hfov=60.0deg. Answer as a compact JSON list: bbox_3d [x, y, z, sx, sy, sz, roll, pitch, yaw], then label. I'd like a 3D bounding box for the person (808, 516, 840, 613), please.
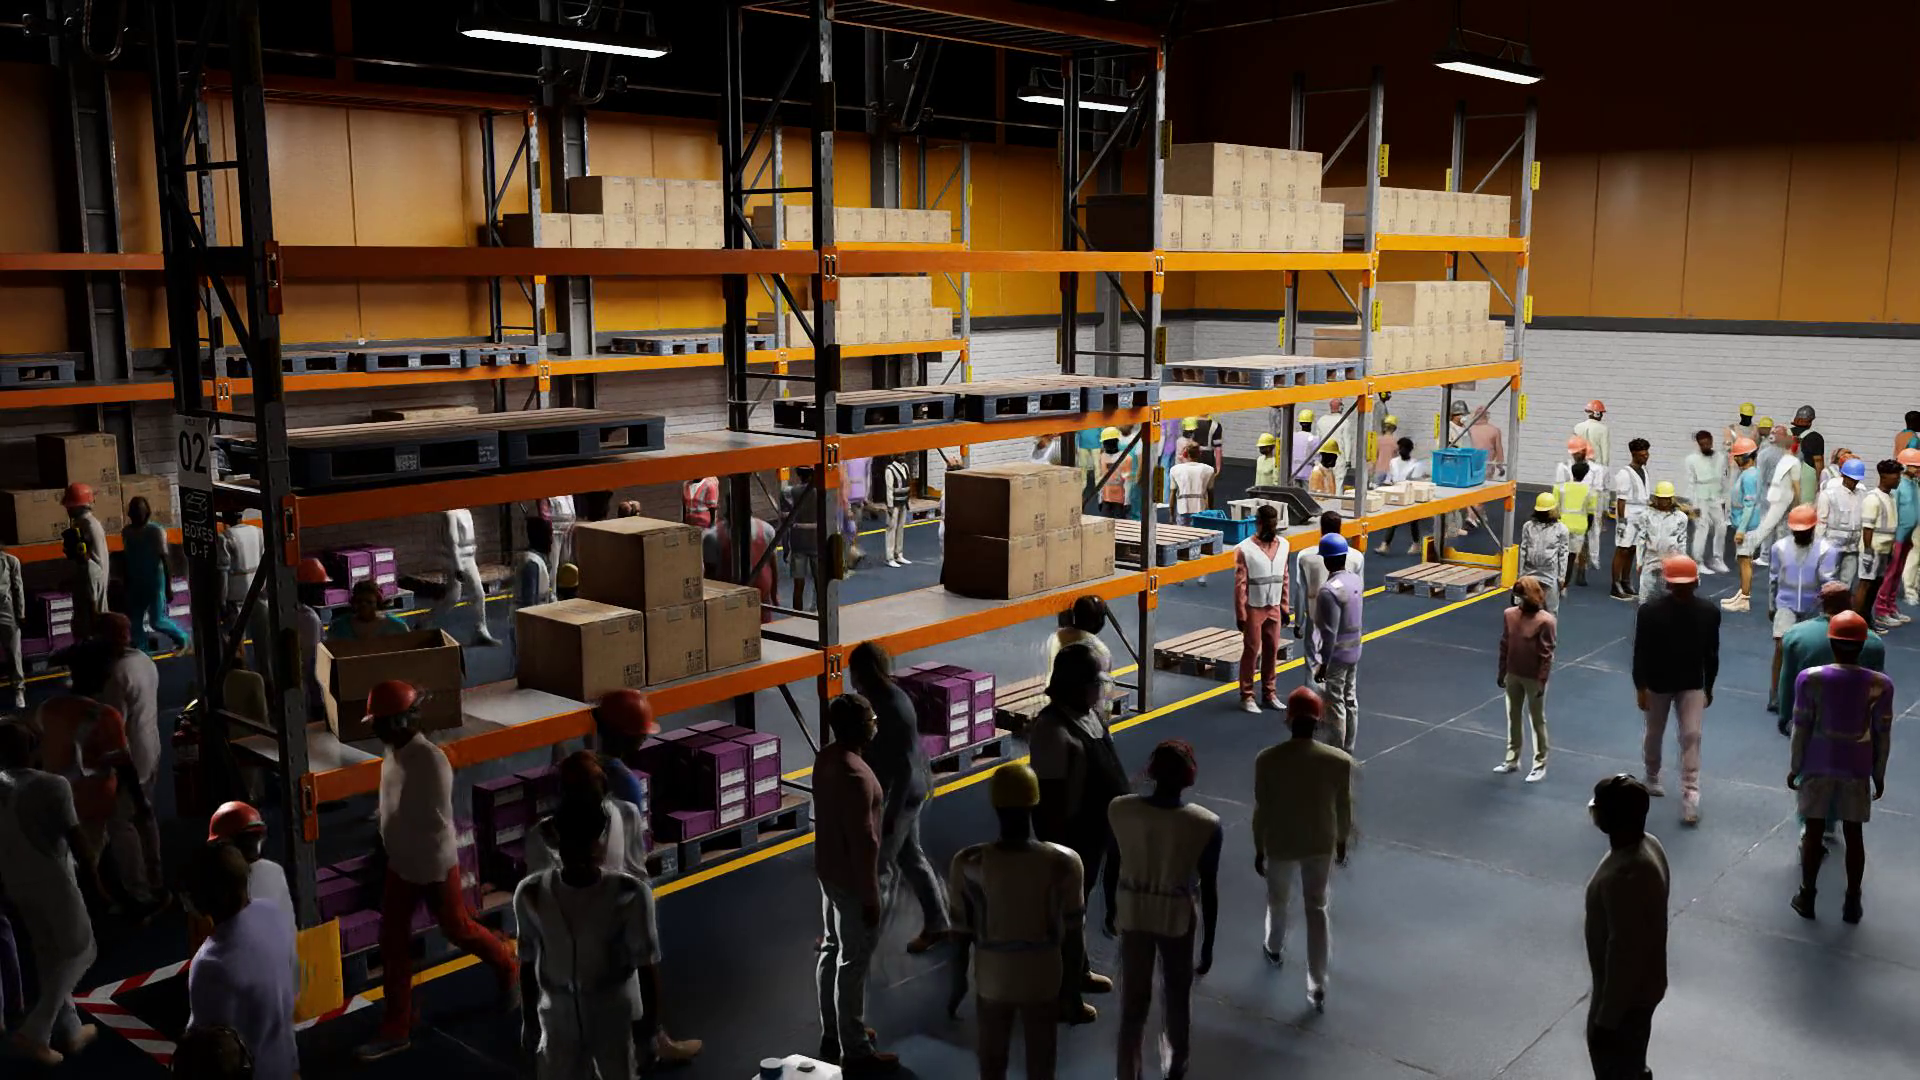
[{"bbox_3d":[-1.540,0.054,18.466,0.485,1.878,0.603,7,12,36],"label":"person"}]

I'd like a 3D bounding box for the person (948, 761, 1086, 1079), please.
[{"bbox_3d":[0.251,1.908,7.253,0.592,1.932,0.376,0,10,2],"label":"person"}]

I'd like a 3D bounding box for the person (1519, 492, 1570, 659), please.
[{"bbox_3d":[5.939,0.371,16.980,0.485,1.736,0.308,7,12,35],"label":"person"}]

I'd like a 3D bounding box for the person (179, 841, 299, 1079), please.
[{"bbox_3d":[-2.755,2.064,6.327,0.449,1.921,0.634,-1,10,-6],"label":"person"}]

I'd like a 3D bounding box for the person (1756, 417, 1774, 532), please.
[{"bbox_3d":[12.102,-0.981,25.050,0.321,1.738,0.484,6,11,31],"label":"person"}]

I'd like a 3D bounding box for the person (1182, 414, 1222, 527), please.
[{"bbox_3d":[3.681,-1.172,25.327,0.609,2.032,0.410,3,10,18],"label":"person"}]

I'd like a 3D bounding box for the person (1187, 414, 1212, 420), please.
[{"bbox_3d":[4.232,-1.711,29.582,0.541,1.681,0.487,7,12,37],"label":"person"}]

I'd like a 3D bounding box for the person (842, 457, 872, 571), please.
[{"bbox_3d":[-1.410,-0.562,21.741,0.624,2.006,0.547,-7,12,-35],"label":"person"}]

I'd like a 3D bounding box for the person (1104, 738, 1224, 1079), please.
[{"bbox_3d":[0.943,1.853,7.949,0.606,1.806,0.902,3,10,15],"label":"person"}]

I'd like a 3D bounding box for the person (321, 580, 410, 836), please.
[{"bbox_3d":[-4.228,1.188,11.875,0.583,1.808,0.770,-1,10,-4],"label":"person"}]

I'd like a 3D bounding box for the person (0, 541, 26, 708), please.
[{"bbox_3d":[-8.746,0.694,15.069,0.487,1.737,0.336,-5,11,-27],"label":"person"}]

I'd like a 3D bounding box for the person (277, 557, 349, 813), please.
[{"bbox_3d":[-4.744,1.082,12.157,0.426,1.927,0.564,-7,12,-35],"label":"person"}]

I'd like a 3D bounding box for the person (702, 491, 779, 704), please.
[{"bbox_3d":[-2.009,0.490,15.359,0.697,2.000,0.560,-3,10,-18],"label":"person"}]

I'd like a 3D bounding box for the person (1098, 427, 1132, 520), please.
[{"bbox_3d":[2.085,-0.549,22.048,0.649,1.884,0.667,-8,12,-39],"label":"person"}]

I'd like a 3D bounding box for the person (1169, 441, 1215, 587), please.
[{"bbox_3d":[2.895,-0.319,20.813,0.561,1.836,0.384,0,10,0],"label":"person"}]

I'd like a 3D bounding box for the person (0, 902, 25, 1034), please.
[{"bbox_3d":[-5.223,1.700,8.770,0.360,1.837,0.501,-2,10,-11],"label":"person"}]

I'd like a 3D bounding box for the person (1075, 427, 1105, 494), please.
[{"bbox_3d":[2.266,-1.674,29.175,0.572,1.740,0.352,2,10,11],"label":"person"}]

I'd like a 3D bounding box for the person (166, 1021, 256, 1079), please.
[{"bbox_3d":[-2.091,2.320,4.764,0.629,1.931,0.376,-2,10,-13],"label":"person"}]

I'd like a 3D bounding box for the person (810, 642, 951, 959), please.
[{"bbox_3d":[-0.443,1.524,9.681,0.928,1.877,0.658,-3,10,-15],"label":"person"}]

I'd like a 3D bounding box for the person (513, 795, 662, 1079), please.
[{"bbox_3d":[-1.537,1.982,6.859,0.611,1.904,1.025,0,10,0],"label":"person"}]

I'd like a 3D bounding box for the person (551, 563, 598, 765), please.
[{"bbox_3d":[-2.989,1.048,12.846,0.533,1.768,0.310,-2,10,-13],"label":"person"}]

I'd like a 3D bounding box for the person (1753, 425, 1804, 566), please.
[{"bbox_3d":[10.930,-0.590,22.285,0.654,1.894,0.417,-1,10,-5],"label":"person"}]

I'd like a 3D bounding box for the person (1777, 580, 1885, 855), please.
[{"bbox_3d":[6.001,1.227,11.472,0.650,1.877,0.824,3,10,19],"label":"person"}]

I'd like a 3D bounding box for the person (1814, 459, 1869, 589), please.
[{"bbox_3d":[9.638,0.071,18.160,0.604,1.941,0.400,-1,10,-4],"label":"person"}]

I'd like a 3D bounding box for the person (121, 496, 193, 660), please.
[{"bbox_3d":[-7.965,0.429,16.427,0.566,1.810,0.698,4,10,20],"label":"person"}]

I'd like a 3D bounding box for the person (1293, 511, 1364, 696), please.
[{"bbox_3d":[3.219,0.698,14.533,0.594,1.908,0.405,0,10,-2],"label":"person"}]

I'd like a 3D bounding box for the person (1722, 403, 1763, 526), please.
[{"bbox_3d":[12.035,-1.160,25.582,0.592,1.918,0.398,0,10,3],"label":"person"}]

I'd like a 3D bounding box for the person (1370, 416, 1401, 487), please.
[{"bbox_3d":[6.582,-1.051,25.531,0.545,1.715,0.929,6,11,33],"label":"person"}]

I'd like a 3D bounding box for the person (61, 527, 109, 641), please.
[{"bbox_3d":[-7.334,0.808,14.018,0.329,1.861,0.504,-6,11,-34],"label":"person"}]

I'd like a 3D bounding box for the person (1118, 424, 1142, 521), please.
[{"bbox_3d":[2.488,-0.973,24.866,0.506,1.789,0.977,4,10,21],"label":"person"}]

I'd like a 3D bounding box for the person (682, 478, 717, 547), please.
[{"bbox_3d":[-3.201,-0.183,20.425,0.536,1.693,0.319,6,11,31],"label":"person"}]

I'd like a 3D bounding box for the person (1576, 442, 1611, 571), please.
[{"bbox_3d":[8.276,-0.441,21.888,0.578,1.713,0.483,1,10,4],"label":"person"}]

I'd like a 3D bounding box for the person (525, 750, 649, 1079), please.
[{"bbox_3d":[-1.722,1.864,7.705,0.557,1.867,0.432,-9,13,-43],"label":"person"}]

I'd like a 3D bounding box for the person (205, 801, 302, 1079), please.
[{"bbox_3d":[-3.149,2.006,7.301,0.604,1.703,0.624,-2,10,-9],"label":"person"}]

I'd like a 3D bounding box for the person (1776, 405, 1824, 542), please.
[{"bbox_3d":[11.999,-0.914,23.740,0.535,2.000,0.686,-7,12,-37],"label":"person"}]

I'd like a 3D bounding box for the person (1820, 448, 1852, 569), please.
[{"bbox_3d":[11.532,-0.403,21.926,0.522,1.632,0.314,-3,10,-15],"label":"person"}]

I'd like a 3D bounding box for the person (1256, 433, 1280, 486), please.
[{"bbox_3d":[4.158,-0.571,22.540,0.340,1.760,0.526,-4,10,-24],"label":"person"}]

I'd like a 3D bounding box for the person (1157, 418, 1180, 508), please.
[{"bbox_3d":[3.402,-1.489,27.514,0.366,1.926,0.592,6,11,33],"label":"person"}]

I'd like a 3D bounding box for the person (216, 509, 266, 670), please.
[{"bbox_3d":[-6.791,0.496,15.675,0.389,1.929,0.548,5,11,25],"label":"person"}]

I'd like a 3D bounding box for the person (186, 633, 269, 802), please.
[{"bbox_3d":[-4.923,1.419,11.210,0.504,1.560,0.918,-4,10,-24],"label":"person"}]

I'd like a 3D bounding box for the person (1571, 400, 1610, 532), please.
[{"bbox_3d":[9.523,-1.117,25.106,0.392,1.990,0.612,-7,12,-34],"label":"person"}]

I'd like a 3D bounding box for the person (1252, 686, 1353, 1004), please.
[{"bbox_3d":[1.920,1.674,9.310,0.581,1.704,0.908,0,10,2],"label":"person"}]

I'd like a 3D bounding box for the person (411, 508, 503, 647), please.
[{"bbox_3d":[-5.322,0.234,17.470,0.853,1.853,0.576,1,10,7],"label":"person"}]
